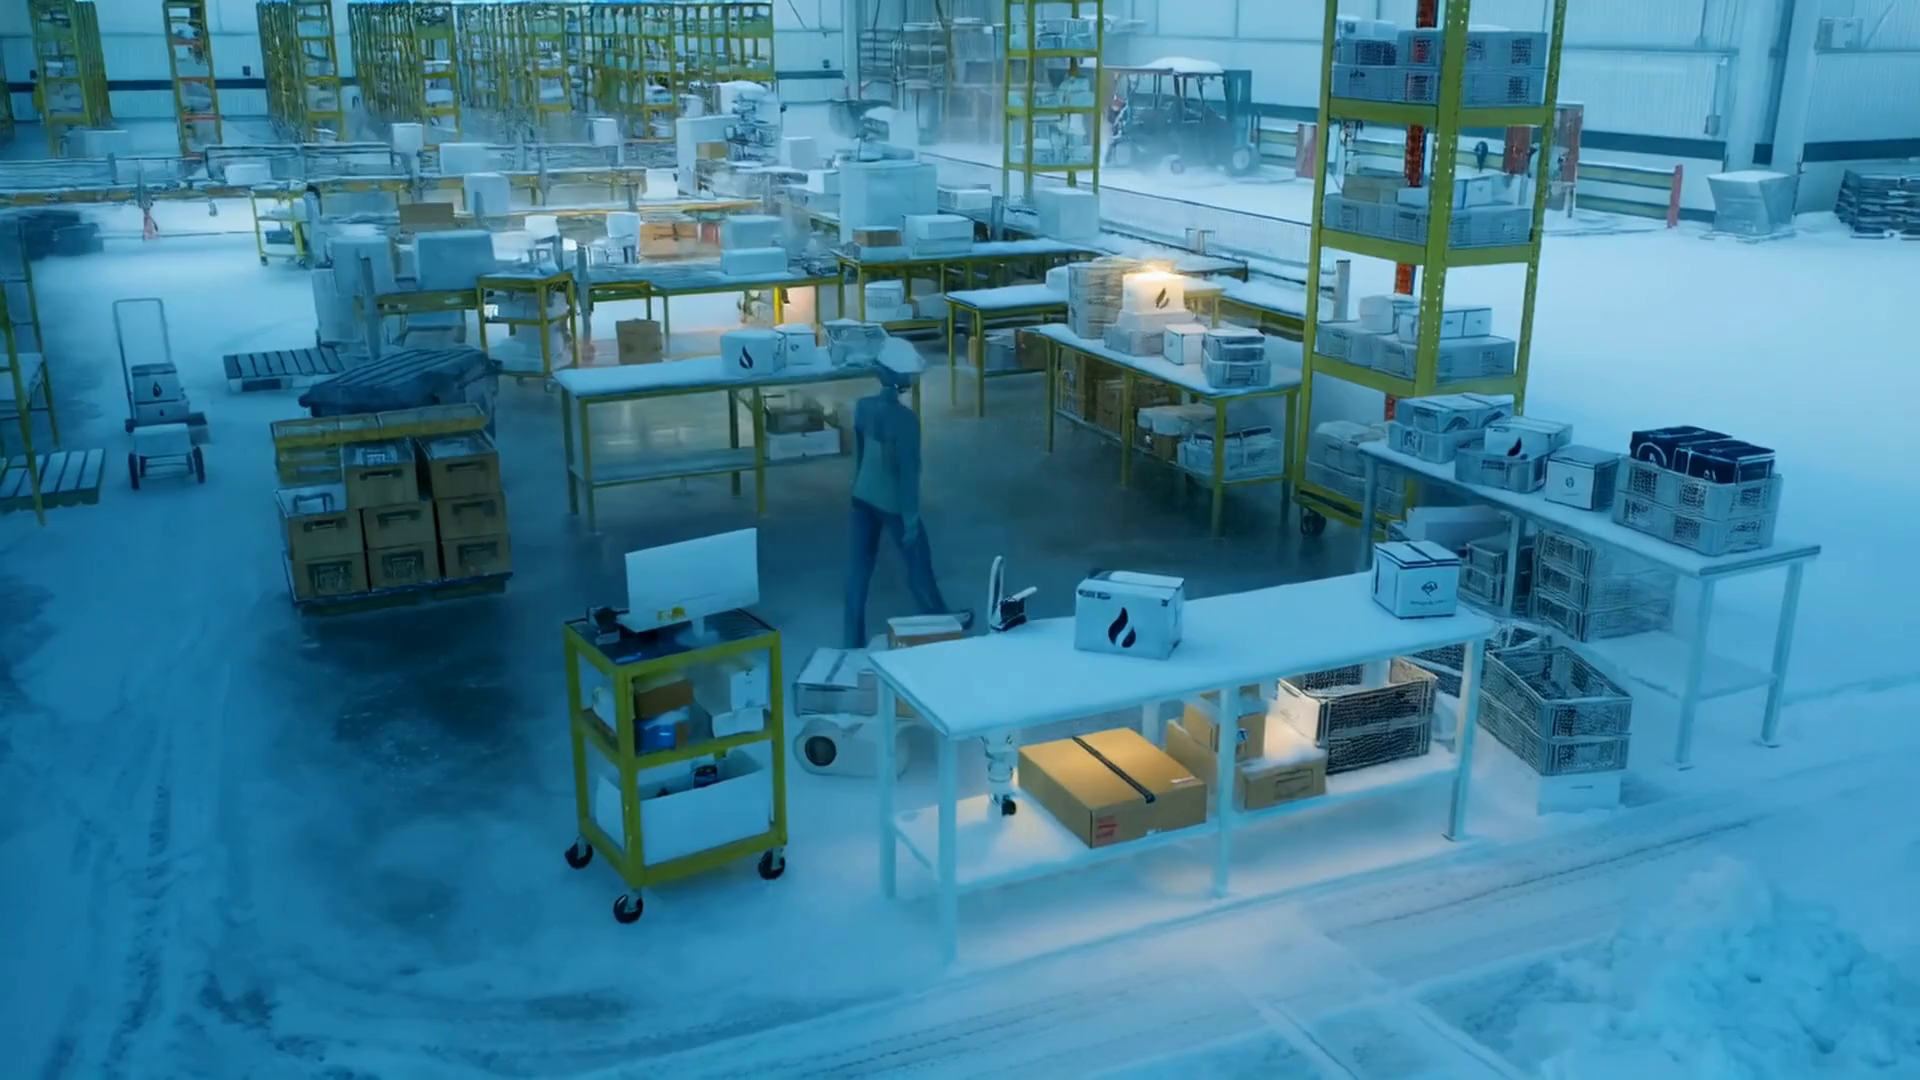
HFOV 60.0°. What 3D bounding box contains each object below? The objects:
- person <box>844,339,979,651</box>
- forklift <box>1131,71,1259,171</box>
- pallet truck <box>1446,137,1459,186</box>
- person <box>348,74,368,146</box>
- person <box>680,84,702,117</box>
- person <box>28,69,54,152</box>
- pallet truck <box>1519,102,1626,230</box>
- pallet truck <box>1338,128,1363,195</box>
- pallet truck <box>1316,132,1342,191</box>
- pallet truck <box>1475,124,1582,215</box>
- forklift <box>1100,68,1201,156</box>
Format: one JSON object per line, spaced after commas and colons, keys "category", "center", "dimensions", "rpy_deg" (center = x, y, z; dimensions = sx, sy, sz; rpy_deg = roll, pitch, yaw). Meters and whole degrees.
{"category": "person", "center": [-0.296, -0.227, 8.907], "dimensions": [0.884, 1.725, 0.538], "rpy_deg": [-17, 24, -42]}
{"category": "forklift", "center": [4.998, -8.936, 35.413], "dimensions": [2.680, 1.987, 1.157], "rpy_deg": [-9, 20, -25]}
{"category": "pallet truck", "center": [9.184, -6.485, 29.328], "dimensions": [1.630, 1.274, 0.653], "rpy_deg": [-8, 19, -23]}
{"category": "person", "center": [-15.650, -11.162, 43.193], "dimensions": [0.452, 1.830, 0.605], "rpy_deg": [-6, 19, -19]}
{"category": "person", "center": [-6.102, -9.392, 37.656], "dimensions": [0.618, 1.809, 0.439], "rpy_deg": [13, 22, 35]}
{"category": "person", "center": [-22.948, -10.720, 41.539], "dimensions": [0.384, 1.993, 0.623], "rpy_deg": [-6, 19, -18]}
{"category": "pallet truck", "center": [9.972, -6.037, 26.785], "dimensions": [1.885, 1.965, 0.823], "rpy_deg": [-9, 20, -25]}
{"category": "pallet truck", "center": [7.845, -7.140, 31.411], "dimensions": [1.522, 1.261, 0.704], "rpy_deg": [-9, 20, -25]}
{"category": "pallet truck", "center": [7.723, -7.504, 32.656], "dimensions": [1.601, 1.201, 0.680], "rpy_deg": [-8, 19, -23]}
{"category": "pallet truck", "center": [9.707, -6.455, 28.103], "dimensions": [1.885, 1.965, 0.823], "rpy_deg": [-7, 19, -20]}
{"category": "forklift", "center": [4.082, -9.564, 37.410], "dimensions": [2.680, 1.987, 1.157], "rpy_deg": [-8, 19, -23]}
